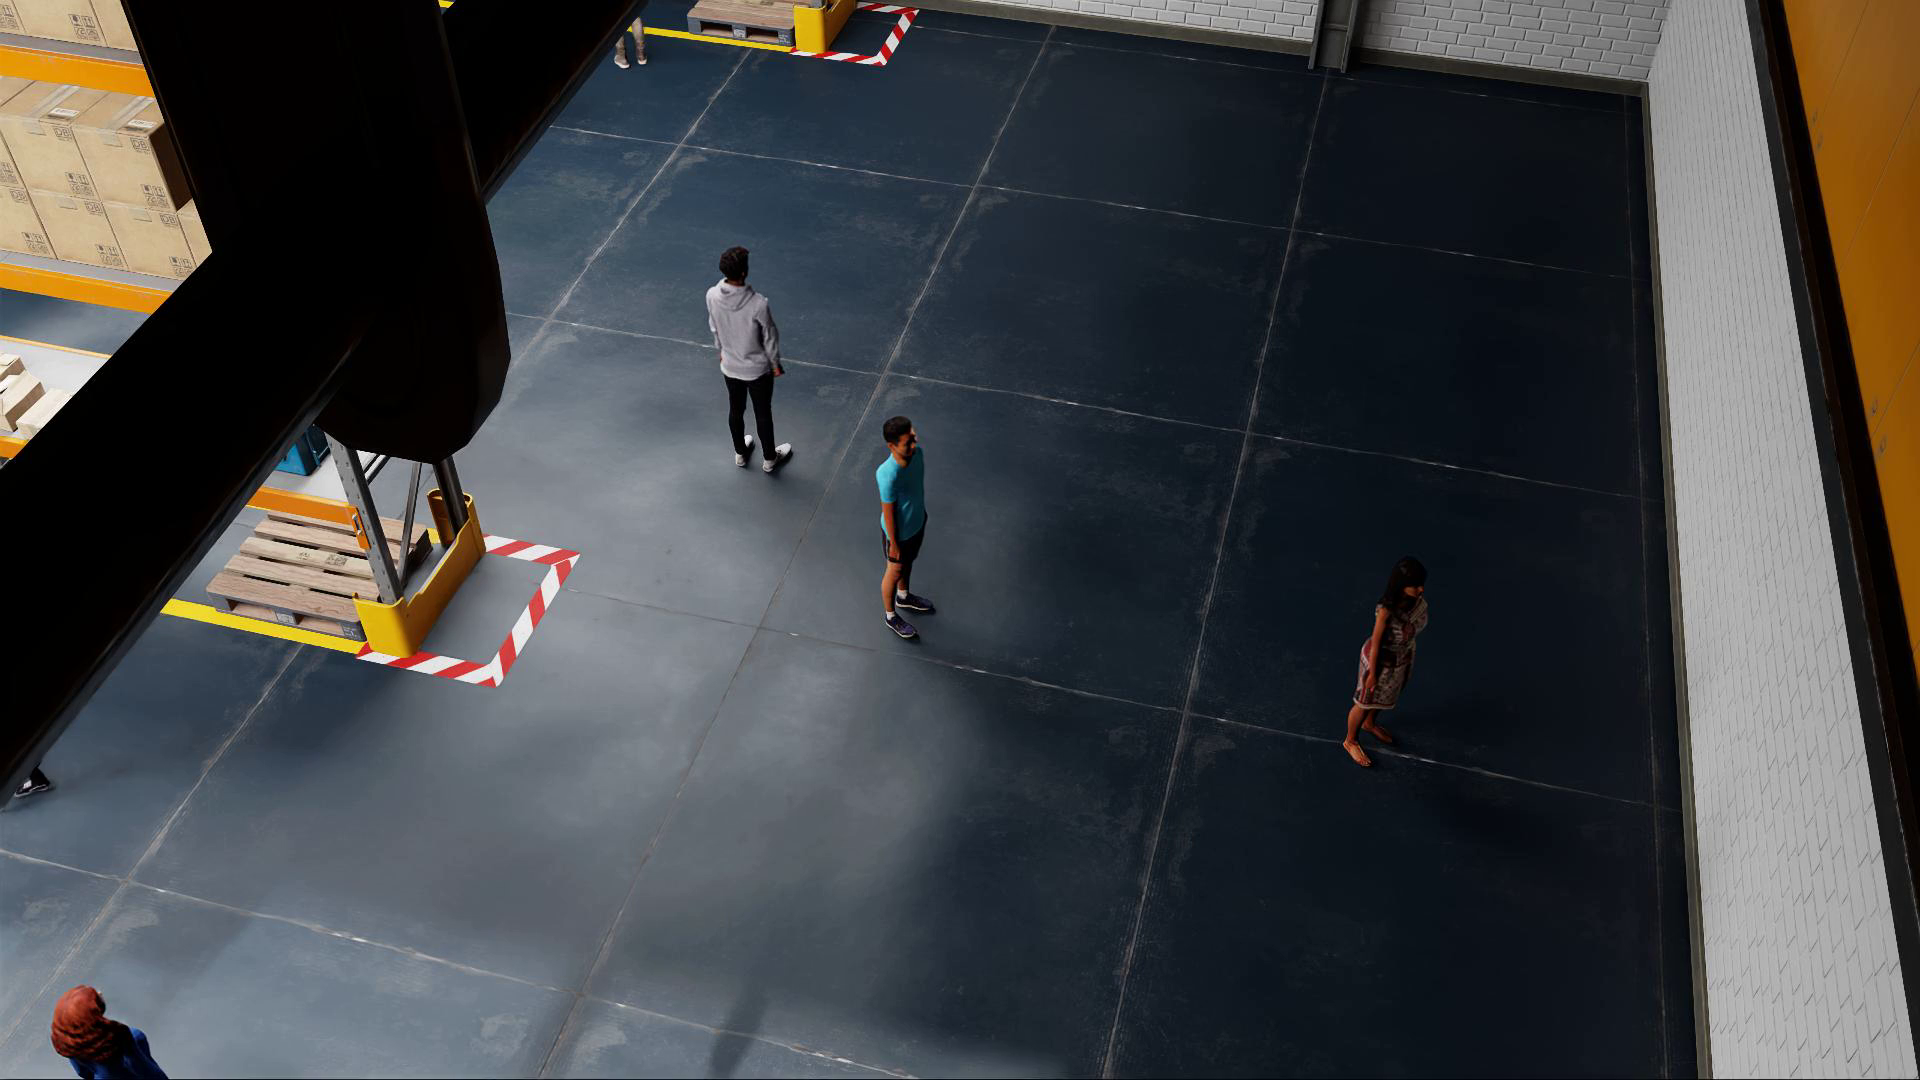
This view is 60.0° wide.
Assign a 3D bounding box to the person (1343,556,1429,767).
[{"bbox_3d":[2.656,0.719,10.327,0.708,1.645,0.725,34,53,30],"label":"person"}]

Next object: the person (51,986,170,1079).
[{"bbox_3d":[-3.998,2.722,8.092,0.493,1.829,0.662,10,44,10],"label":"person"}]

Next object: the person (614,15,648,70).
[{"bbox_3d":[-3.473,-5.642,17.001,0.644,1.651,0.722,-17,46,-17],"label":"person"}]

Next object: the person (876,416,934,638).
[{"bbox_3d":[-0.390,-0.112,11.106,0.566,1.776,0.652,18,46,18],"label":"person"}]

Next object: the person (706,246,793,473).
[{"bbox_3d":[-1.578,-1.319,12.260,0.546,1.931,0.741,13,45,13],"label":"person"}]
